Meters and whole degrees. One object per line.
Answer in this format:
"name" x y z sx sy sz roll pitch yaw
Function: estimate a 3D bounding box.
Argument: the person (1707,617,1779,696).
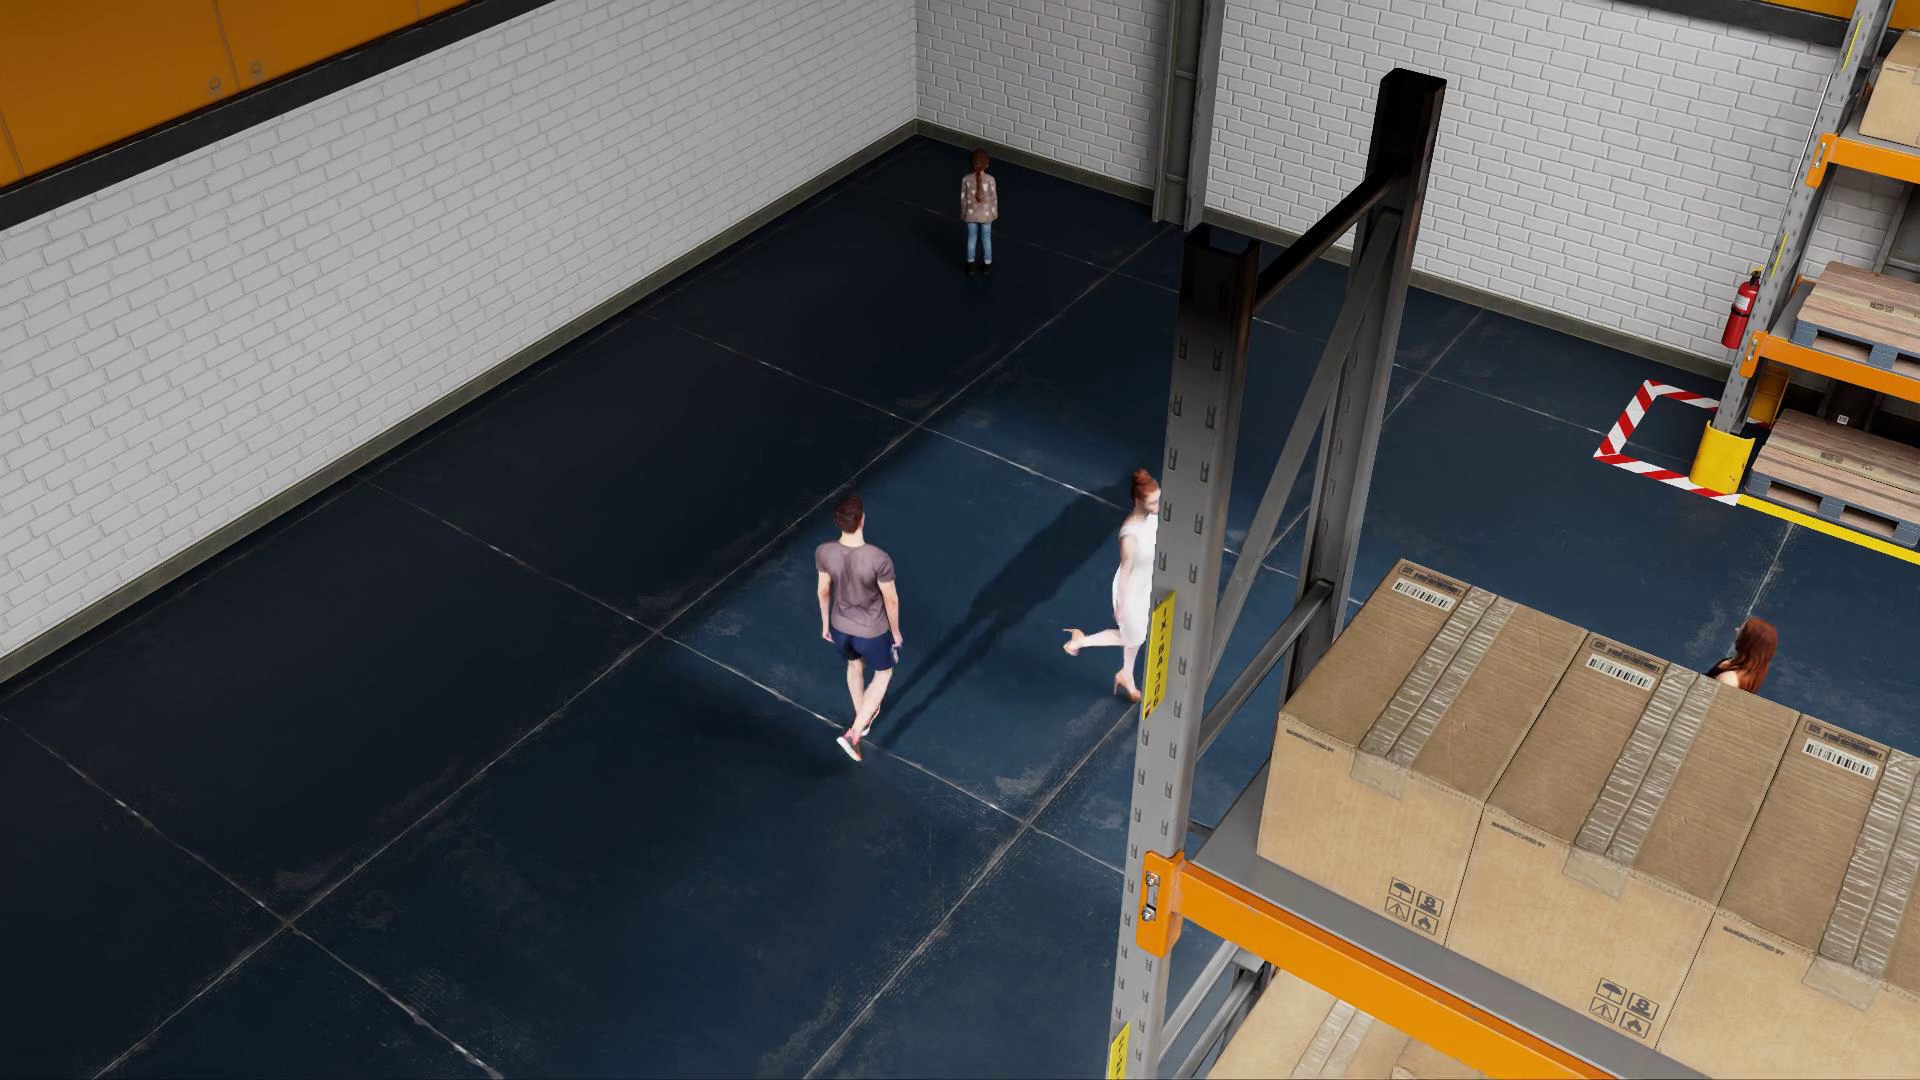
"person" 4.217 1.097 9.278 0.604 1.726 0.569 -30 47 -32

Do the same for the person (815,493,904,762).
"person" -0.620 0.566 9.854 0.930 1.835 0.874 12 40 14

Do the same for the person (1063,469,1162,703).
"person" 0.970 0.294 10.240 0.825 1.779 0.623 21 43 24

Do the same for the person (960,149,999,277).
"person" 0.165 -2.898 14.706 0.526 1.194 0.617 3 39 4
